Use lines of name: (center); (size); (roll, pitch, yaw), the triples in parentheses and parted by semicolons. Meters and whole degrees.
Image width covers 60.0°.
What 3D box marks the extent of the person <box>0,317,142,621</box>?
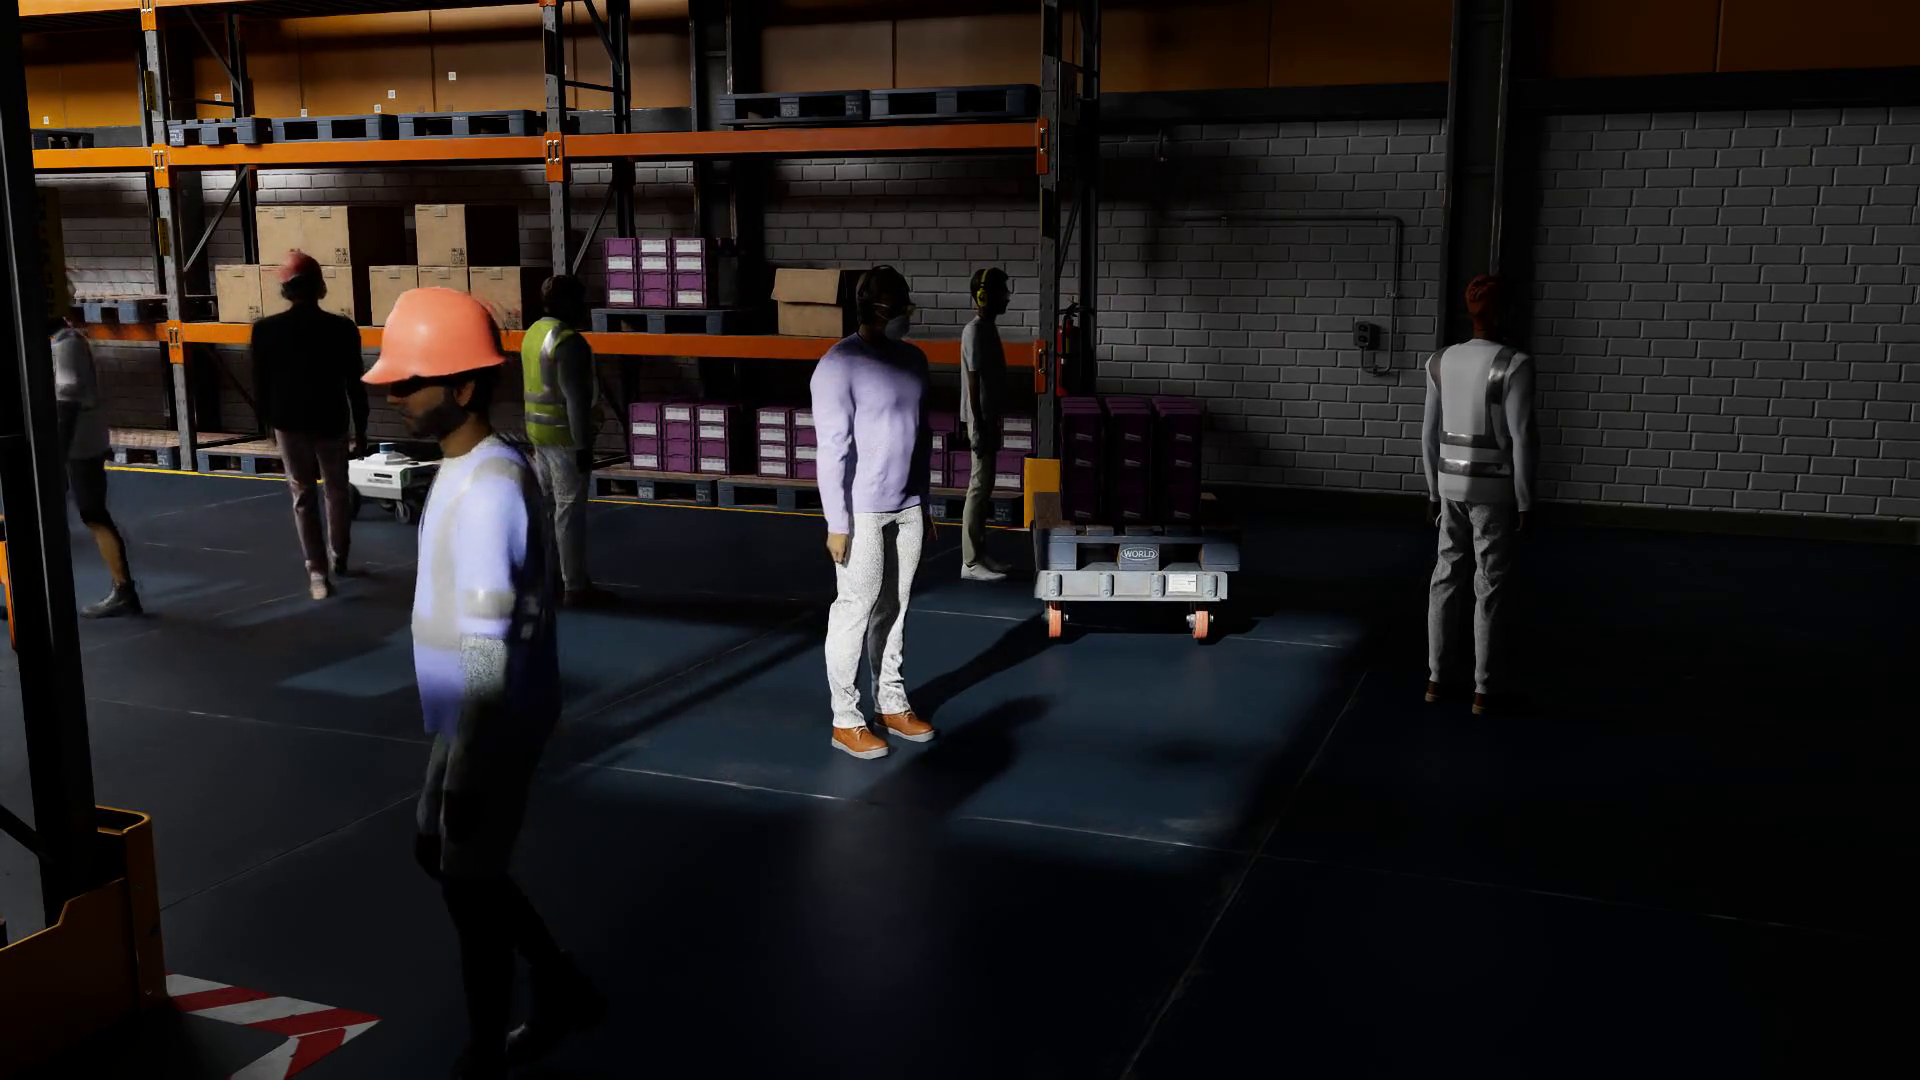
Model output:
person: (-4.775, -0.476, 8.708); (0.853, 1.895, 0.570); (-8, 13, -37)

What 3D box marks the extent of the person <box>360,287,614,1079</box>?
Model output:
person: (-1.095, 0.400, 3.743); (0.477, 1.924, 0.606); (-4, 11, -19)

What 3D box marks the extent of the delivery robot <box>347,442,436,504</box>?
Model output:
delivery robot: (-4.176, -0.470, 12.156); (0.707, 0.478, 0.477); (6, 12, 28)

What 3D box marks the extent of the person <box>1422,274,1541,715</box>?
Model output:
person: (2.247, -0.192, 7.170); (0.356, 1.883, 0.572); (-7, 12, -33)

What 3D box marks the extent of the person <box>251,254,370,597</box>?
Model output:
person: (-3.800, -0.690, 9.754); (0.609, 1.941, 0.973); (-5, 11, -24)

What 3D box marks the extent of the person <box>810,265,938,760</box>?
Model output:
person: (-0.325, -0.114, 6.597); (0.355, 1.935, 0.641); (7, 12, 35)

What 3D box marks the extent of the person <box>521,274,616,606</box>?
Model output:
person: (-2.209, -0.560, 9.334); (0.430, 1.845, 0.624); (-7, 12, -35)

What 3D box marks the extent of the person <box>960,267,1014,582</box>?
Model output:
person: (0.166, -0.694, 10.002); (0.312, 1.869, 0.538); (2, 10, 10)
